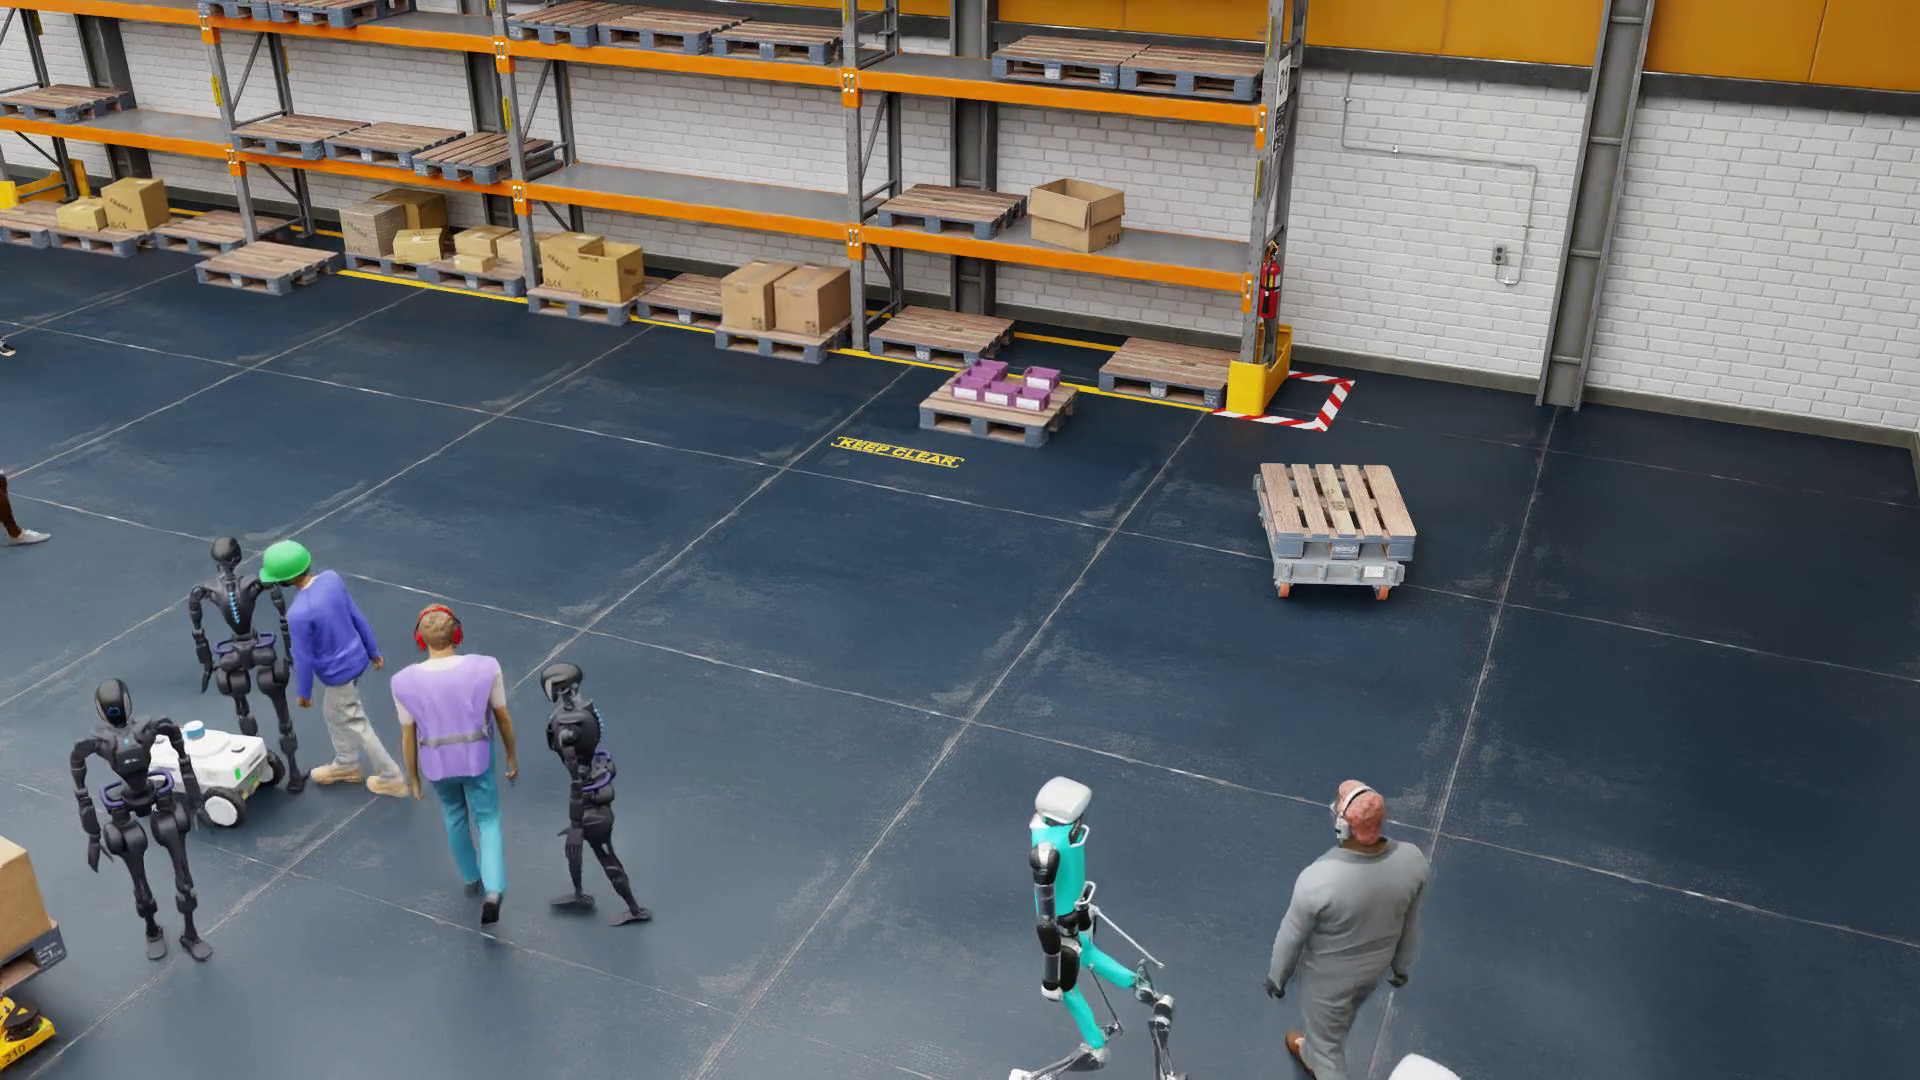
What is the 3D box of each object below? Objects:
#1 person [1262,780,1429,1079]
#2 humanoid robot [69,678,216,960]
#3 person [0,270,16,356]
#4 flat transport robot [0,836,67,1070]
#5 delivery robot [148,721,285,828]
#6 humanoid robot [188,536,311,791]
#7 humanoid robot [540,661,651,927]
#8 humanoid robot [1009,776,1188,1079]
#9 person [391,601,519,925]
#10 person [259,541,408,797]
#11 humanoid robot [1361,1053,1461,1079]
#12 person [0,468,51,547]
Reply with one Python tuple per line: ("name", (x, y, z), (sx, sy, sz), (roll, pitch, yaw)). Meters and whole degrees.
("person", (1.699, 1.883, 7.534), (0.665, 1.872, 0.816), (-10, 29, -19))
("humanoid robot", (-4.198, 1.447, 8.589), (0.611, 1.653, 0.373), (-17, 32, -30))
("person", (-9.771, -2.716, 16.348), (0.374, 1.966, 0.605), (17, 32, 29))
("flat transport robot", (-5.296, 2.355, 8.366), (1.431, 0.231, 0.659), (16, 31, 28))
("delivery robot", (-4.521, 1.363, 9.976), (0.789, 0.593, 0.499), (5, 28, 9))
("humanoid robot", (-4.264, 0.728, 9.989), (0.588, 1.645, 0.481), (-9, 29, -17))
("humanoid robot", (-1.988, 1.357, 8.780), (0.603, 1.638, 0.588), (-4, 28, -8))
("humanoid robot", (0.735, 1.931, 7.634), (0.997, 1.775, 0.535), (9, 29, 16))
("person", (-2.655, 1.228, 8.870), (0.575, 1.814, 0.700), (-7, 28, -14))
("person", (-3.715, 0.763, 9.762), (0.716, 1.815, 0.543), (4, 28, 7))
("humanoid robot", (1.470, 2.784, 5.955), (0.547, 1.761, 0.977), (16, 31, 28))
("person", (-7.651, -0.782, 12.661), (0.835, 1.906, 0.565), (-12, 30, -22))
